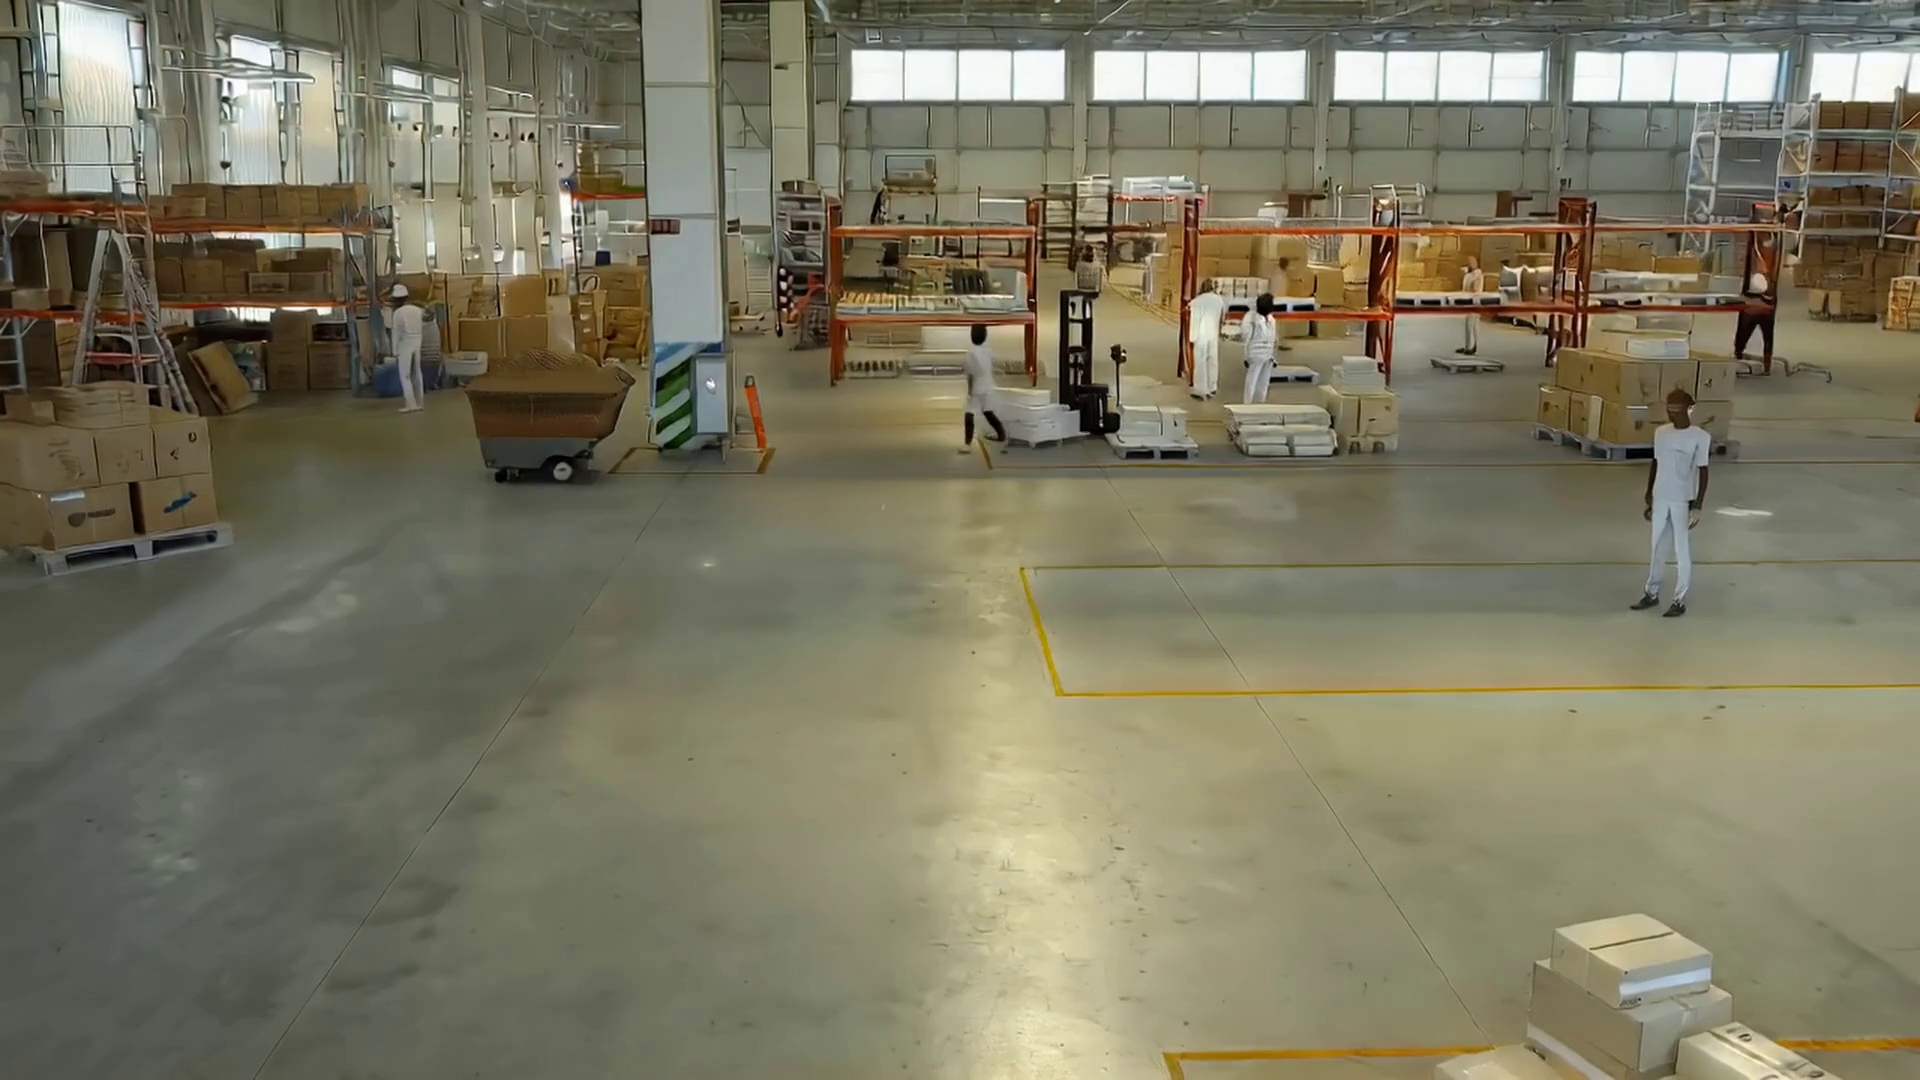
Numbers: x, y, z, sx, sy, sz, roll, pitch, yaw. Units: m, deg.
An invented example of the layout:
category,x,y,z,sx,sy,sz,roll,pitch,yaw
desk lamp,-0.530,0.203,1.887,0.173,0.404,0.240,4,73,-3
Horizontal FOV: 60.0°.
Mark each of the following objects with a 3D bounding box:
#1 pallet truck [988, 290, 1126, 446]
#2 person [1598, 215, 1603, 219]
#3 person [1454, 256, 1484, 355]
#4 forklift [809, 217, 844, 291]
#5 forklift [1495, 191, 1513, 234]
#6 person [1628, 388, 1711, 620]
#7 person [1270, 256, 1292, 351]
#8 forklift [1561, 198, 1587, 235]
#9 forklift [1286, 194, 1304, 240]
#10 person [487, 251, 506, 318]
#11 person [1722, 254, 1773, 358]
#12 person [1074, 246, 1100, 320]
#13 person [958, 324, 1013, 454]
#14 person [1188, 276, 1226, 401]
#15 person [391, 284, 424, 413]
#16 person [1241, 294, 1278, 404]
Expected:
category,x,y,z,sx,sy,sz,roll,pitch,yaw
pallet truck,1.257,-2.299,22.111,1.885,1.965,0.823,-9,15,-35
person,24.579,-11.536,64.003,0.552,1.908,0.724,4,13,19
person,10.027,-4.606,32.661,0.374,1.941,0.627,-2,13,-9
forklift,-4.375,-8.619,48.637,1.873,2.768,1.129,0,12,-2
forklift,20.493,-11.778,62.896,1.873,2.768,1.129,0,12,-2
person,5.727,-0.294,13.366,0.329,1.865,0.515,-8,15,-33
person,6.297,-4.740,33.334,0.761,1.905,0.650,4,13,19
forklift,17.204,-8.212,46.797,1.873,2.768,1.129,0,12,-2
forklift,11.014,-9.999,54.867,1.873,2.768,1.129,0,12,-2
person,-11.426,-6.267,40.866,0.523,1.631,0.323,11,17,42
person,15.205,-4.480,31.860,0.691,2.000,1.008,-7,14,-28
person,2.893,-5.762,37.961,0.586,1.902,0.855,0,12,0
person,0.321,-1.892,21.006,0.749,1.674,0.532,11,17,41
person,3.861,-3.162,26.141,0.630,1.938,0.369,-5,14,-23
person,-8.231,-2.836,24.730,0.386,1.915,0.586,6,14,24
person,4.330,-2.617,23.919,0.622,1.838,0.429,-8,15,-32
